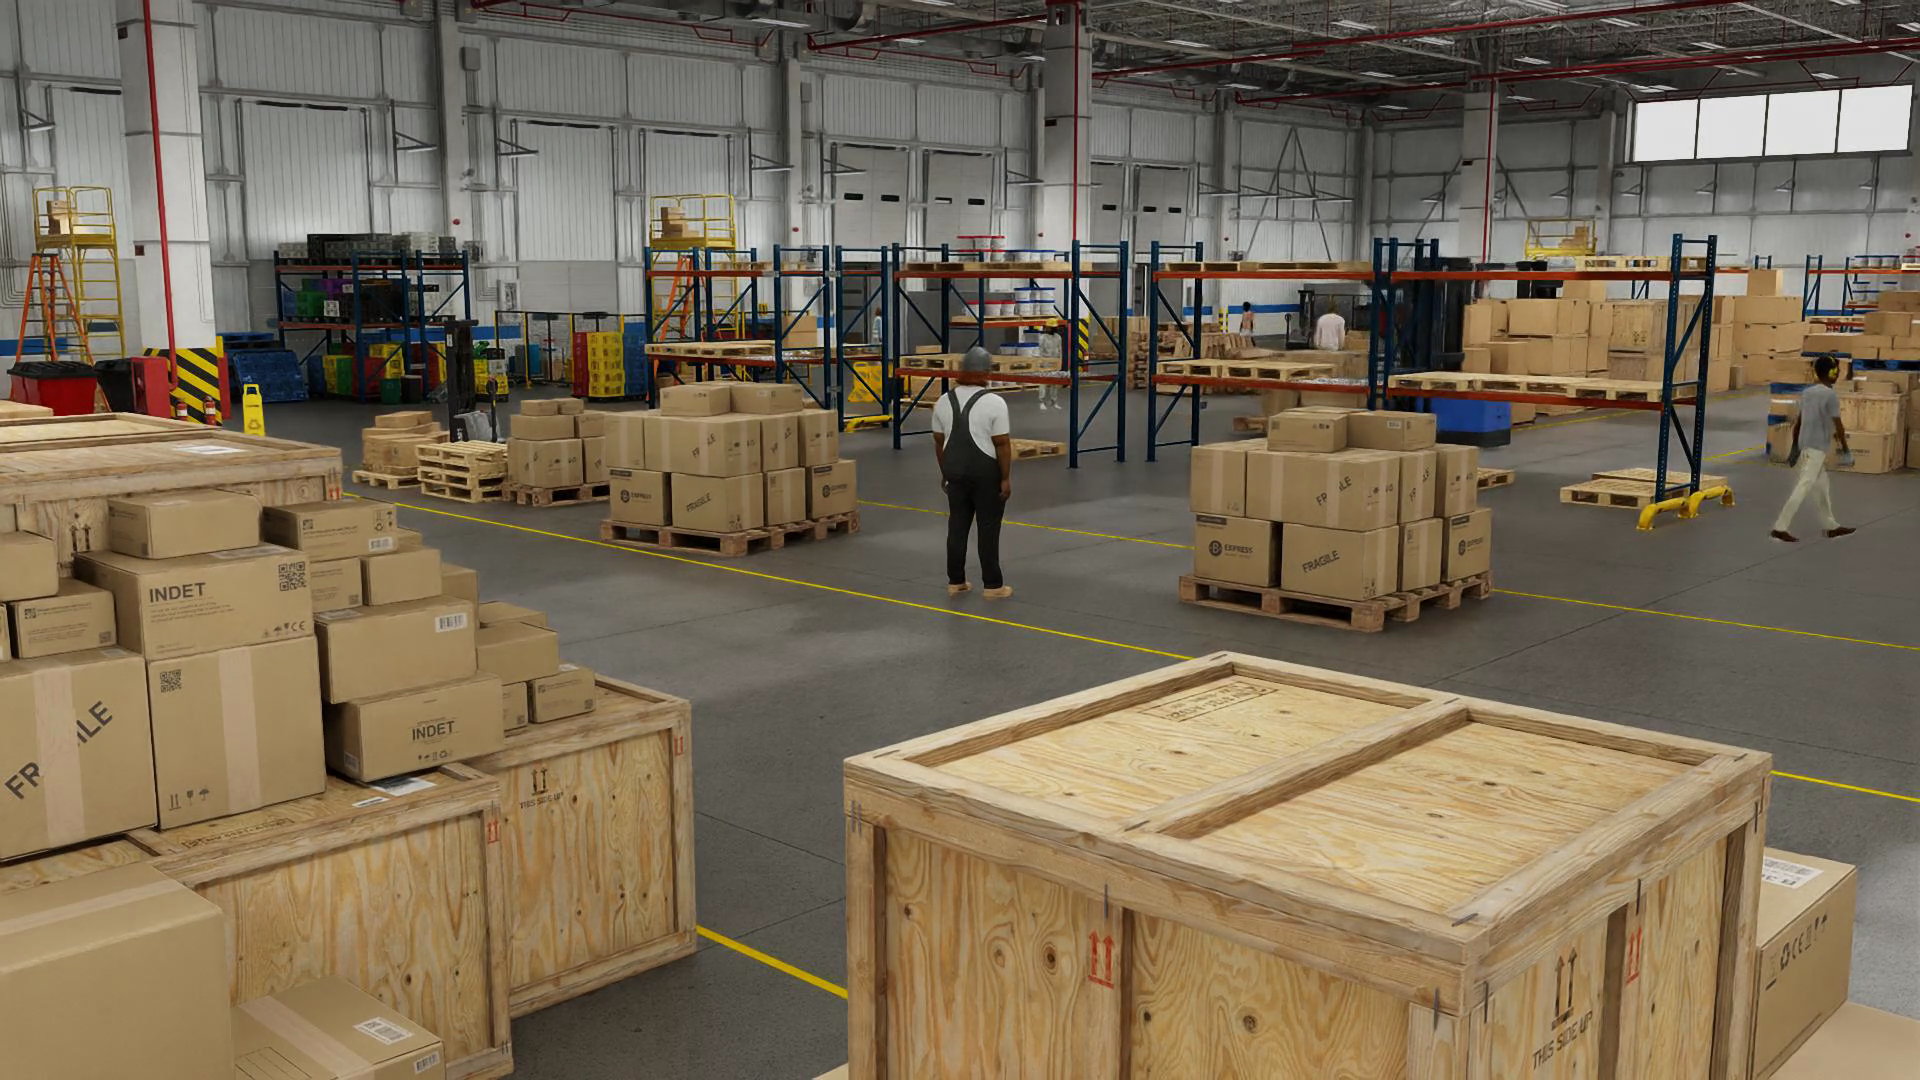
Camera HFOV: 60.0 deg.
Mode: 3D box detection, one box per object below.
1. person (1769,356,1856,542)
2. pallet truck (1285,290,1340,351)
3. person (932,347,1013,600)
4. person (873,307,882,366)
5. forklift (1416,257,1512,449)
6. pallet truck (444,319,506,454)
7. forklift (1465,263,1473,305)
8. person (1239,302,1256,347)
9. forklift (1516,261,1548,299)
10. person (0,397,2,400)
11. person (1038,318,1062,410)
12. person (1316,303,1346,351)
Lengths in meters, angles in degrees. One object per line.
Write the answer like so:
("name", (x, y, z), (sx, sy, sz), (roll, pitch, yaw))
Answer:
("person", (8.344, -0.874, 16.161), (0.969, 1.819, 0.516), (-1, 9, -5))
("pallet truck", (11.297, -6.951, 52.861), (1.885, 1.965, 0.823), (-5, 11, -29))
("person", (0.154, -0.547, 13.464), (0.689, 2.000, 0.537), (6, 11, 33))
("person", (-2.164, -5.390, 44.418), (0.324, 1.631, 0.522), (-1, 9, -7))
("forklift", (7.134, -2.785, 24.619), (1.873, 2.768, 1.129), (9, 13, 43))
("pallet truck", (-6.981, -1.942, 22.150), (1.885, 1.965, 0.823), (1, 9, 9))
("forklift", (14.120, -6.374, 46.625), (1.873, 2.768, 1.129), (3, 10, 15))
("person", (8.750, -6.449, 50.842), (0.891, 1.643, 0.544), (-2, 9, -12))
("forklift", (12.924, -4.937, 37.813), (1.873, 2.768, 1.129), (9, 13, 43))
("person", (-12.999, -1.928, 22.403), (0.889, 1.893, 0.594), (-5, 11, -30))
("person", (1.722, -3.332, 31.486), (0.486, 1.735, 0.330), (-5, 10, -27))
("person", (8.368, -4.370, 37.352), (0.627, 1.897, 0.925), (8, 12, 42))
